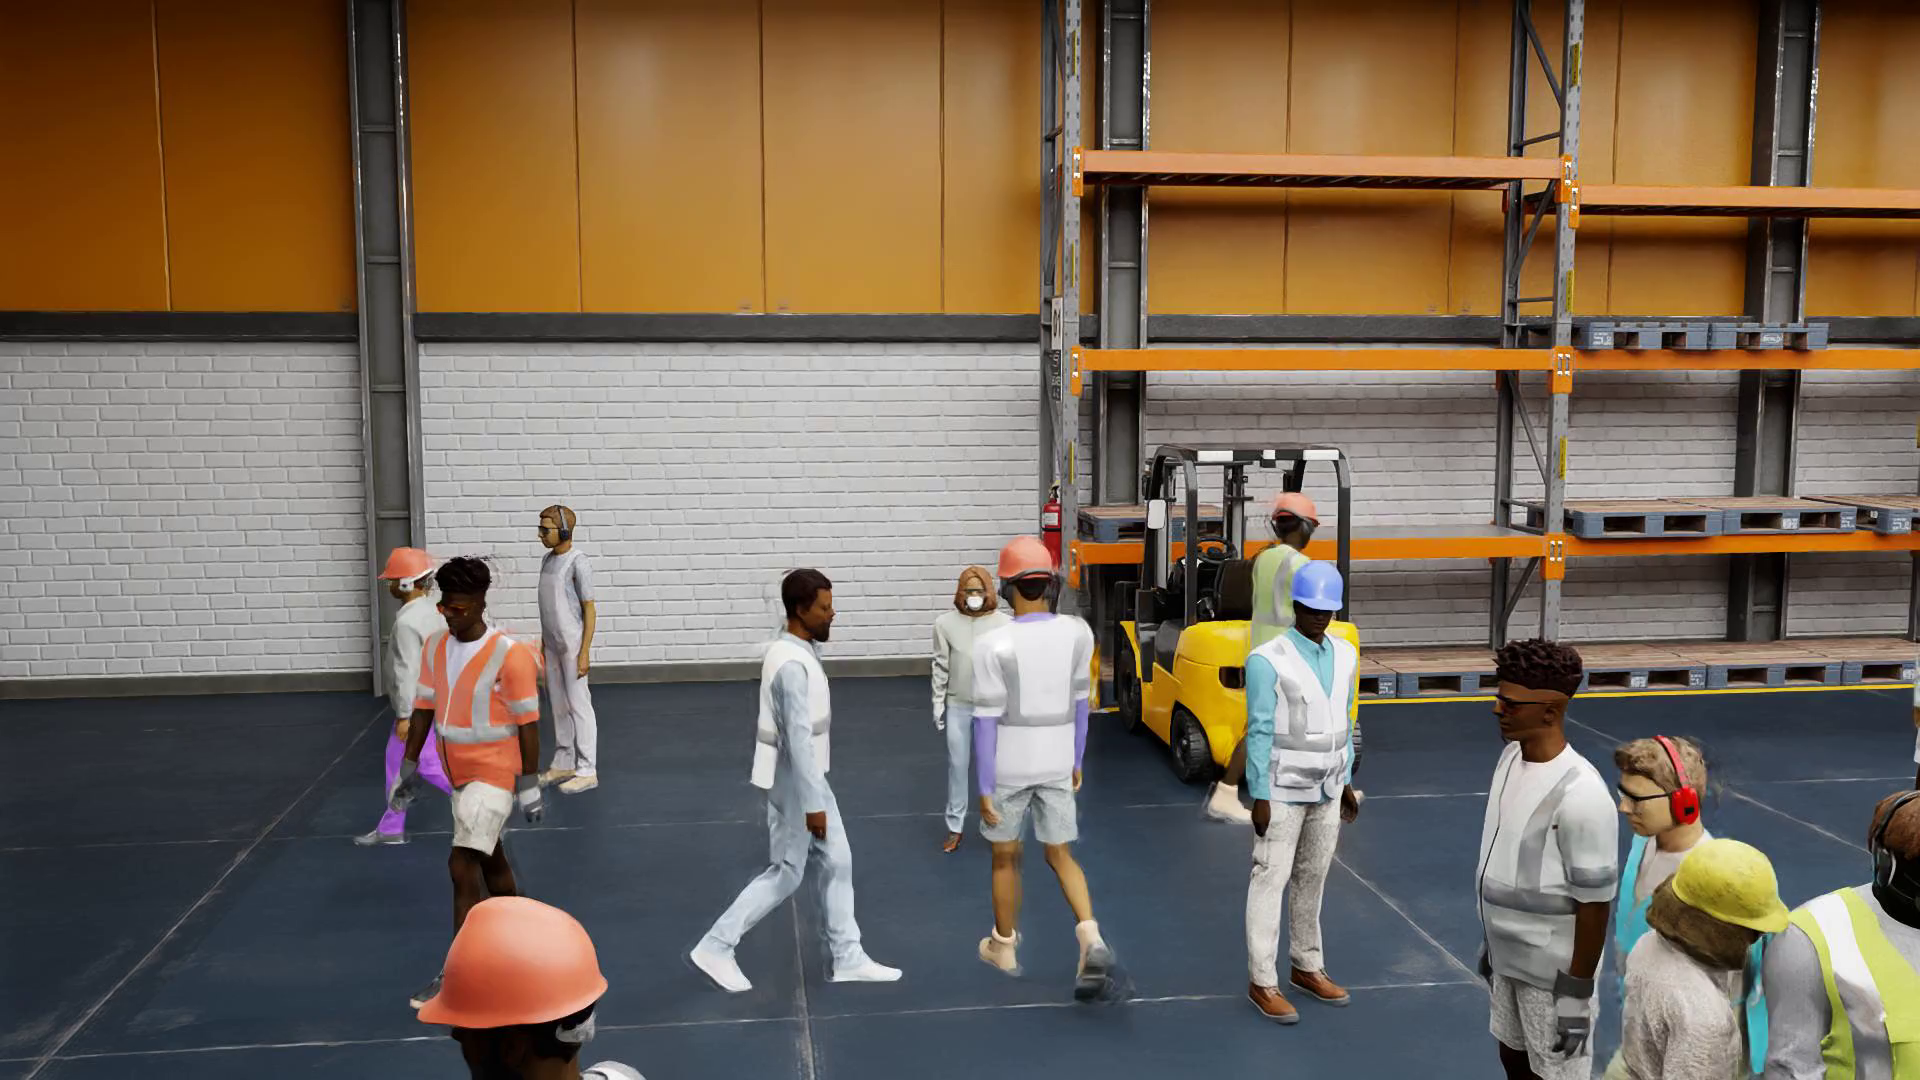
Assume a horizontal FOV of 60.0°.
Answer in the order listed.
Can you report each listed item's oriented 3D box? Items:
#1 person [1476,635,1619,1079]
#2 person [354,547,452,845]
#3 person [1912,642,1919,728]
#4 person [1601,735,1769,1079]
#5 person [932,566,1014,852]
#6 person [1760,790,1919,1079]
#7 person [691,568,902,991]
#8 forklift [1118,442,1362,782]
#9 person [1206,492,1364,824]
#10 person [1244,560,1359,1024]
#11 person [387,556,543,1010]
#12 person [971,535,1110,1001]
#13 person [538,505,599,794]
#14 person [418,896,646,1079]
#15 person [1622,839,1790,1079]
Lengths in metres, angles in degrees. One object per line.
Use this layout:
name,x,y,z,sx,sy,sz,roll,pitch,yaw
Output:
person,1.759,1.263,5.079,0.373,1.966,0.607,-1,7,-5
person,-3.012,0.893,9.384,0.805,1.726,0.569,-1,7,-6
person,5.547,0.843,9.076,0.934,1.902,0.556,-6,9,-43
person,1.873,1.412,4.546,0.985,1.783,0.585,0,7,0
person,0.093,0.948,9.327,0.504,1.627,0.275,1,7,7
person,2.147,1.473,3.787,0.627,1.844,0.429,0,7,-4
person,-0.746,1.053,7.285,0.889,1.886,0.592,0,7,0
forklift,1.912,0.418,11.496,1.214,2.155,2.313,-1,7,-8
person,1.960,0.708,9.962,1.061,1.972,0.704,-1,7,-9
person,1.463,1.046,7.078,0.605,1.944,0.402,-4,8,-33
person,-2.189,1.033,7.223,0.628,1.927,0.857,5,8,38
person,0.338,0.991,7.275,0.612,2.024,0.865,-3,7,-23
person,-2.523,0.690,10.631,0.517,1.843,0.325,6,9,44
person,-0.693,1.540,2.798,0.378,1.933,0.552,1,7,7
person,1.682,1.525,4.023,0.702,1.689,0.557,0,7,3
